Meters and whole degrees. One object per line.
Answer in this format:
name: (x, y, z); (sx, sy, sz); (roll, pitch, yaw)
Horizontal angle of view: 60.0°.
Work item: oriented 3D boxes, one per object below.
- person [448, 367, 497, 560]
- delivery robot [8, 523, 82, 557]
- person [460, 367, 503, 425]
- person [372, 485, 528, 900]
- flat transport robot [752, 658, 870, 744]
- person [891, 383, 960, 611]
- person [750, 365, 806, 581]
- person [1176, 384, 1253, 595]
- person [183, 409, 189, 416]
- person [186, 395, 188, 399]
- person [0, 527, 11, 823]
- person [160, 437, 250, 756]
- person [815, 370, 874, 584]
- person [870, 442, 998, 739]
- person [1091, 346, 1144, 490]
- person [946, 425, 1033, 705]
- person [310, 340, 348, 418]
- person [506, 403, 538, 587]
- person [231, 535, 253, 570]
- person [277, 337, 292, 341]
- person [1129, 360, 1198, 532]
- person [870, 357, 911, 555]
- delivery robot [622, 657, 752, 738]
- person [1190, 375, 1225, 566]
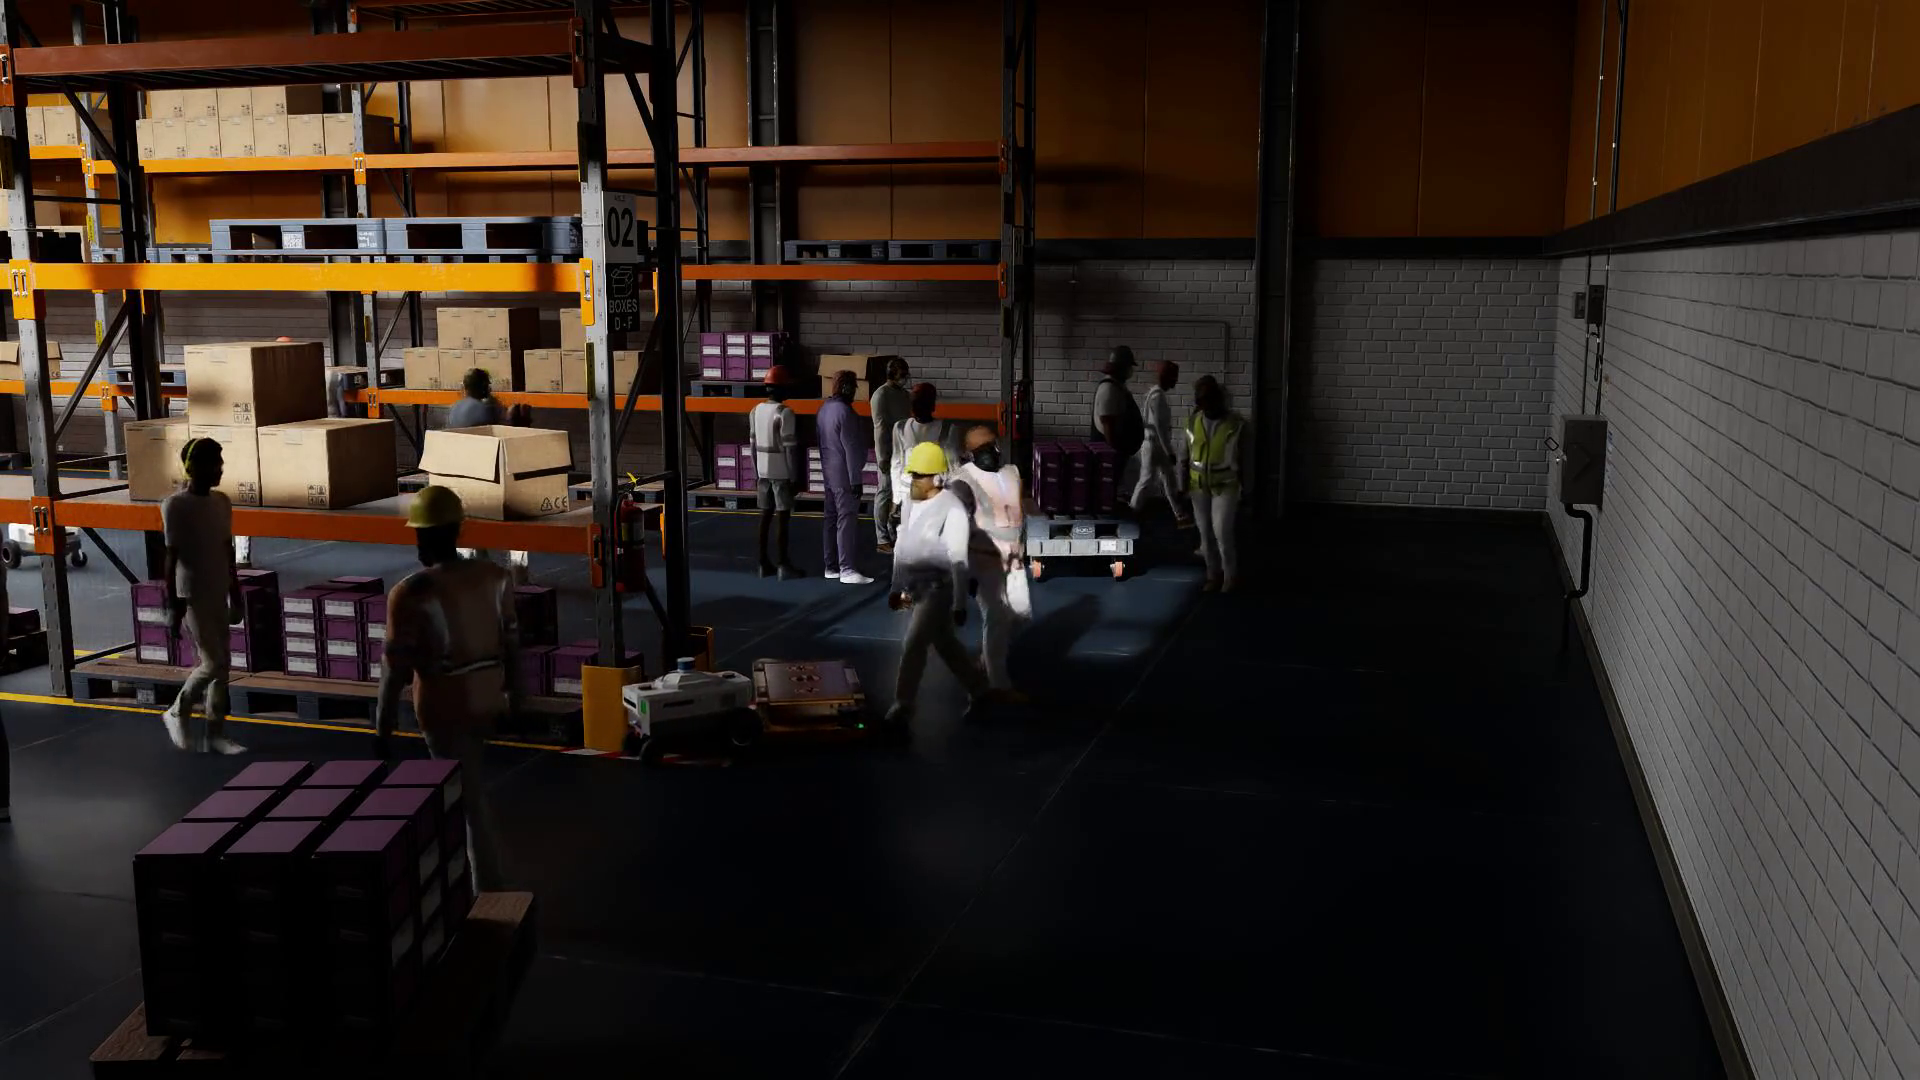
person: (-4.321, -0.567, 14.772); (0.636, 1.925, 0.557); (9, 13, 43)
delivery robot: (-8.544, -0.052, 15.523); (0.707, 0.478, 0.477); (6, 11, 32)
person: (-4.778, -0.857, 16.900); (0.658, 1.809, 0.602); (1, 9, 6)
person: (-2.248, 0.706, 7.124); (0.925, 1.884, 0.617); (6, 11, 33)
flat transport robot: (-0.955, 0.978, 10.399); (0.652, 0.197, 1.431); (-1, 9, -9)
person: (-0.287, -0.339, 13.529); (0.575, 1.881, 0.356); (3, 10, 17)
person: (-1.634, -0.605, 14.987); (0.551, 1.932, 0.378); (8, 12, 41)
person: (2.171, -0.426, 14.281); (0.639, 1.812, 0.575); (5, 10, 26)
person: (-5.894, -0.189, 13.085); (0.581, 1.723, 0.495); (2, 10, 12)
person: (-7.062, -0.619, 15.578); (0.299, 1.772, 0.530); (9, 13, 44)
person: (-5.018, 0.504, 8.246); (0.368, 1.926, 0.594); (5, 10, 27)
person: (-4.303, 0.337, 9.484); (0.429, 1.854, 0.556); (3, 10, 18)
person: (-1.022, -0.561, 14.813); (0.408, 1.906, 0.638); (-5, 11, -30)
person: (-0.135, 0.282, 10.040); (0.921, 1.789, 0.597); (-5, 11, -28)
person: (1.600, -0.971, 16.894); (0.539, 2.000, 0.692); (2, 9, 10)
person: (0.225, 0.160, 10.713); (0.479, 1.807, 0.649); (8, 12, 40)
person: (-7.708, -1.439, 20.052); (0.633, 1.938, 0.512); (-3, 10, -19)
person: (-3.819, -0.370, 14.455); (0.310, 1.638, 0.522); (-4, 10, -21)
person: (-6.750, -0.649, 15.241); (0.635, 1.938, 0.360); (8, 12, 40)
person: (-7.977, -1.409, 19.795); (0.625, 1.991, 0.512); (-4, 10, -25)
person: (2.130, -0.971, 17.514); (0.863, 1.836, 0.603); (3, 10, 15)
person: (-0.645, -0.833, 16.387); (0.371, 1.934, 0.627); (4, 10, 24)
delivery robot: (-1.574, 0.921, 9.597); (0.707, 0.478, 0.477); (-6, 11, -32)
person: (2.331, -0.672, 15.826); (0.433, 1.807, 0.745); (0, 9, -1)
